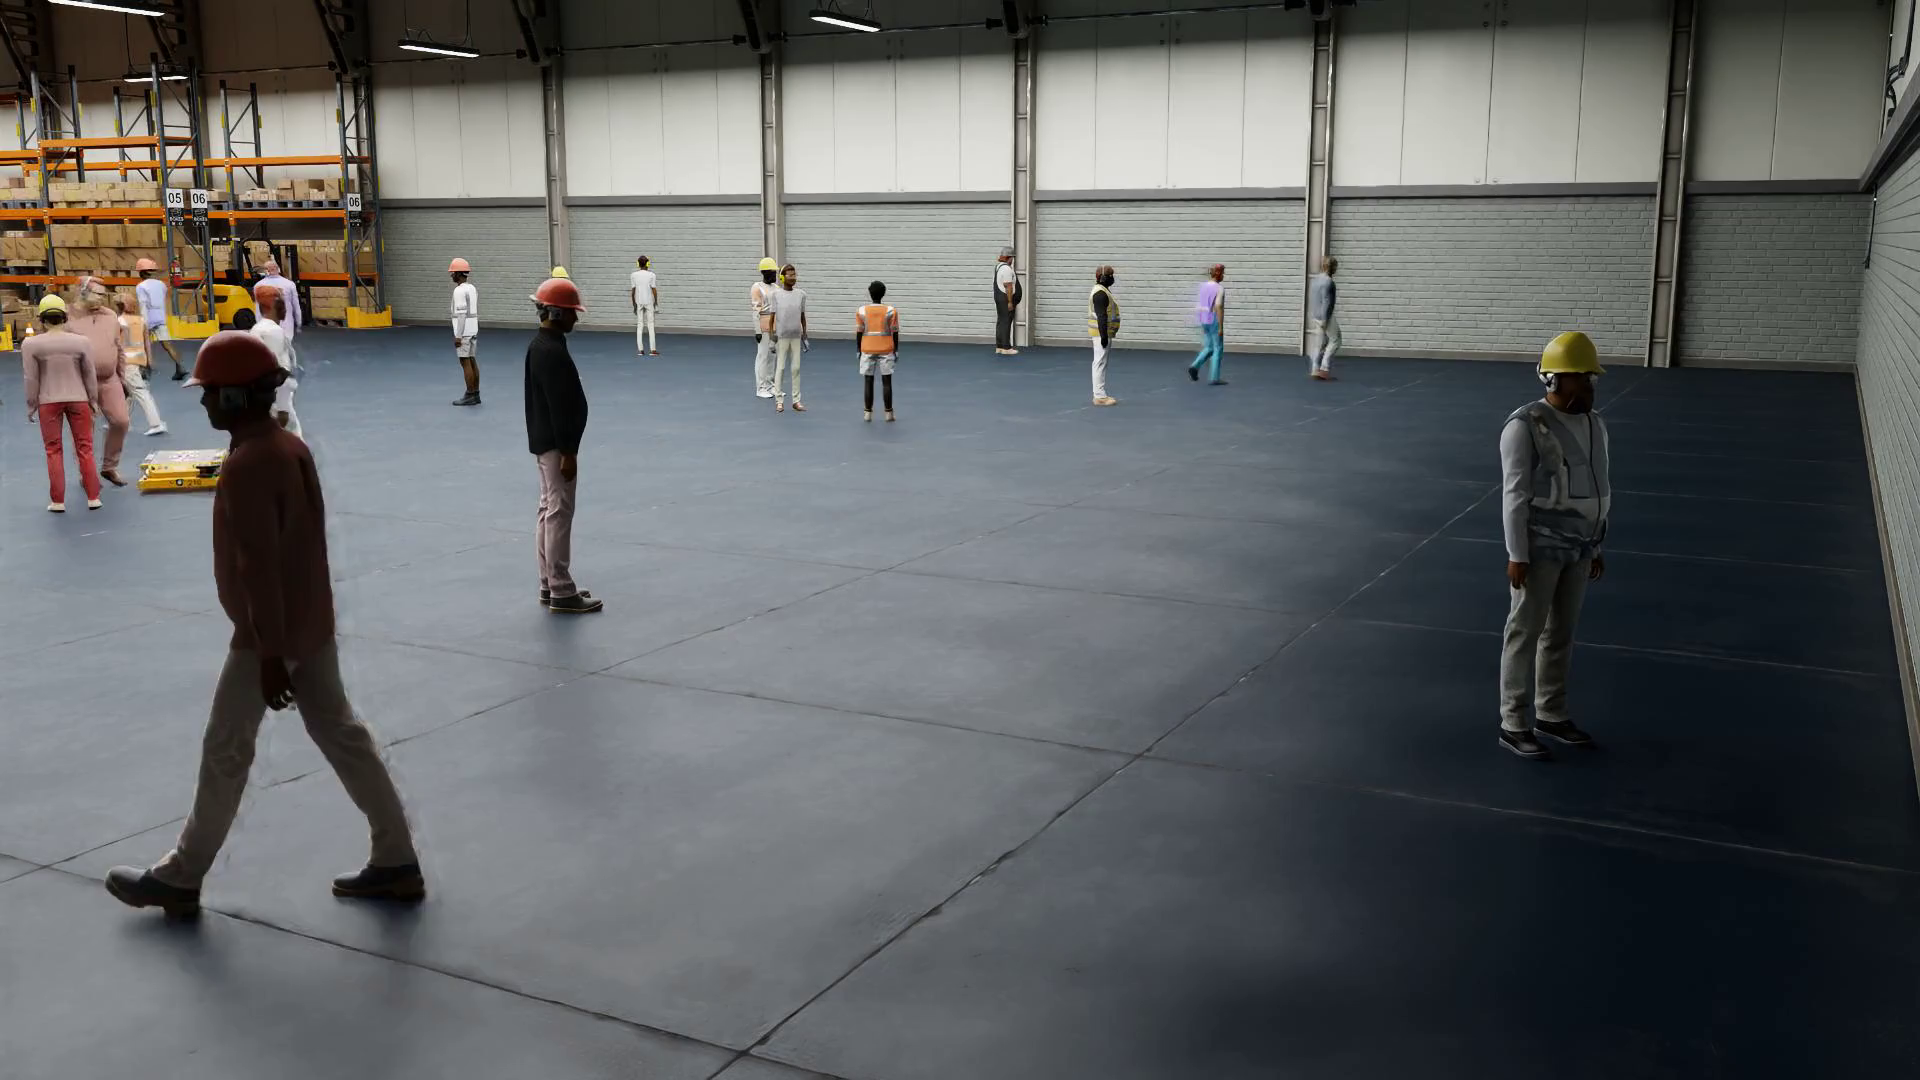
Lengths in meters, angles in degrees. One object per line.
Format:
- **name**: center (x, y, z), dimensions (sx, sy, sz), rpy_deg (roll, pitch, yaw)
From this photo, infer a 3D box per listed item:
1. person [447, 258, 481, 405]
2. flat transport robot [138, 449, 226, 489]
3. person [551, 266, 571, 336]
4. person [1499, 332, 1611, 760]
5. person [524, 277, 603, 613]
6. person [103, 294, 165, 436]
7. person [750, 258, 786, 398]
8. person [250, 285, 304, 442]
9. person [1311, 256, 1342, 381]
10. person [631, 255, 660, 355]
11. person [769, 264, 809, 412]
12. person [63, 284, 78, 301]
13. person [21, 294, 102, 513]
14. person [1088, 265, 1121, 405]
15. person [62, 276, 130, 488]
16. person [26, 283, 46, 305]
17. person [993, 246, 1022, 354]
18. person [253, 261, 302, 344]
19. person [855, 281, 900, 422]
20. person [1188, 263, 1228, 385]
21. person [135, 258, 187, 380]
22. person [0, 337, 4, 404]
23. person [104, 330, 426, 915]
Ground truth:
- **person**: center (-6.573, -2.748, 22.009), dimensions (0.357, 1.936, 0.551), rpy_deg (1, 10, 3)
- **flat transport robot**: center (-7.081, -0.665, 15.195), dimensions (0.652, 0.197, 1.431), rpy_deg (-4, 11, -20)
- **person**: center (-6.178, -3.342, 25.733), dimensions (0.336, 1.767, 0.530), rpy_deg (0, 10, 2)
- **person**: center (2.588, 0.020, 7.201), dimensions (0.589, 1.834, 0.403), rpy_deg (-7, 12, -33)
- **person**: center (-2.393, -0.563, 9.947), dimensions (0.383, 1.992, 0.609), rpy_deg (-4, 11, -23)
- **person**: center (-9.323, -1.964, 18.682), dimensions (0.884, 1.593, 0.527), rpy_deg (2, 11, 11)
- **person**: center (-2.659, -2.941, 23.085), dimensions (0.361, 1.930, 0.588), rpy_deg (5, 12, 27)
- **person**: center (-5.377, -1.064, 13.058), dimensions (0.516, 1.851, 0.612), rpy_deg (-9, 14, -42)
- **person**: center (5.673, -3.395, 25.601), dimensions (0.531, 1.919, 0.644), rpy_deg (1, 10, 3)
- **person**: center (-5.905, -4.399, 31.228), dimensions (0.508, 1.862, 0.328), rpy_deg (1, 10, 7)
- **person**: center (-2.176, -2.567, 21.204), dimensions (0.534, 1.871, 0.315), rpy_deg (-5, 11, -23)
- **person**: center (-21.476, -6.003, 40.064), dimensions (0.897, 1.829, 0.561), rpy_deg (4, 11, 21)
- **person**: center (-7.305, -1.106, 13.533), dimensions (0.533, 1.765, 0.330), rpy_deg (-8, 13, -36)
- **person**: center (1.916, -2.720, 22.123), dimensions (0.429, 1.844, 0.627), rpy_deg (0, 10, 3)
- **person**: center (-7.655, -1.382, 14.710), dimensions (0.546, 1.878, 0.697), rpy_deg (7, 12, 32)
- **person**: center (-24.773, -6.877, 44.584), dimensions (0.392, 1.921, 0.585), rpy_deg (6, 12, 28)
- **person**: center (0.917, -4.551, 31.561), dimensions (0.536, 2.000, 0.688), rpy_deg (-3, 11, -16)
- **person**: center (-10.525, -3.370, 25.650), dimensions (0.646, 1.859, 0.972), rpy_deg (-1, 10, -7)
- **person**: center (-1.000, -2.255, 20.068), dimensions (0.564, 1.696, 0.465), rpy_deg (0, 10, 1)
- **person**: center (3.758, -3.226, 24.920), dimensions (0.520, 1.822, 0.584), rpy_deg (-5, 11, -24)
- **person**: center (-12.454, -3.406, 25.746), dimensions (0.982, 1.903, 0.545), rpy_deg (5, 11, 25)
- **person**: center (-12.958, -2.731, 21.915), dimensions (0.352, 1.937, 0.635), rpy_deg (5, 12, 26)
- **person**: center (-2.304, 0.282, 5.489), dimensions (1.026, 1.937, 0.661), rpy_deg (0, 10, -2)
